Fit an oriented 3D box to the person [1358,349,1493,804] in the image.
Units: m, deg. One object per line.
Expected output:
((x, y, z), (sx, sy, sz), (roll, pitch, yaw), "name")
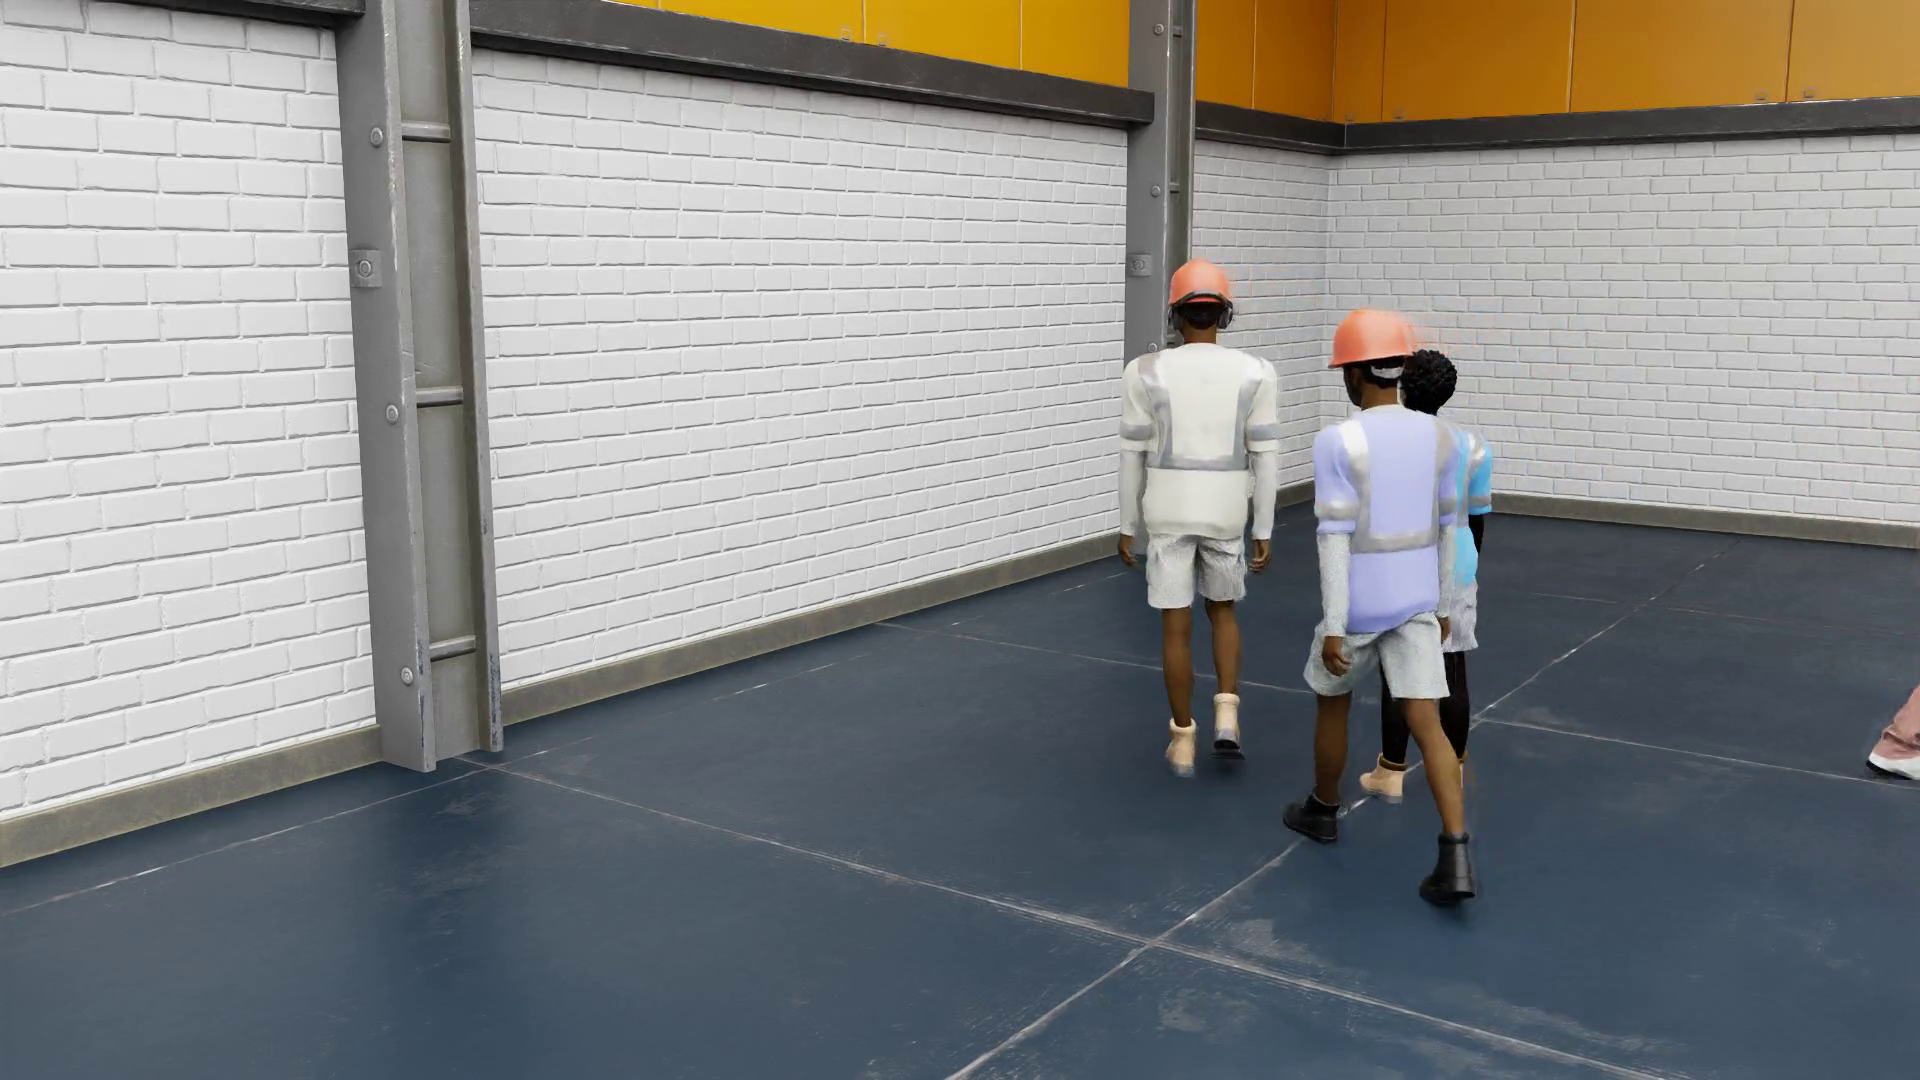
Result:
((1.716, 0.142, 6.211), (0.534, 1.697, 0.322), (-2, 10, -9), "person")

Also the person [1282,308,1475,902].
((1.398, 0.193, 5.398), (0.566, 1.882, 1.032), (-3, 10, -18), "person")

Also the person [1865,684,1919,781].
((3.906, 0.078, 6.179), (0.661, 1.850, 0.835), (-7, 12, -36), "person")

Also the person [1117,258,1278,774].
((0.926, -0.085, 6.582), (0.603, 2.028, 0.433), (0, 10, -1), "person")
